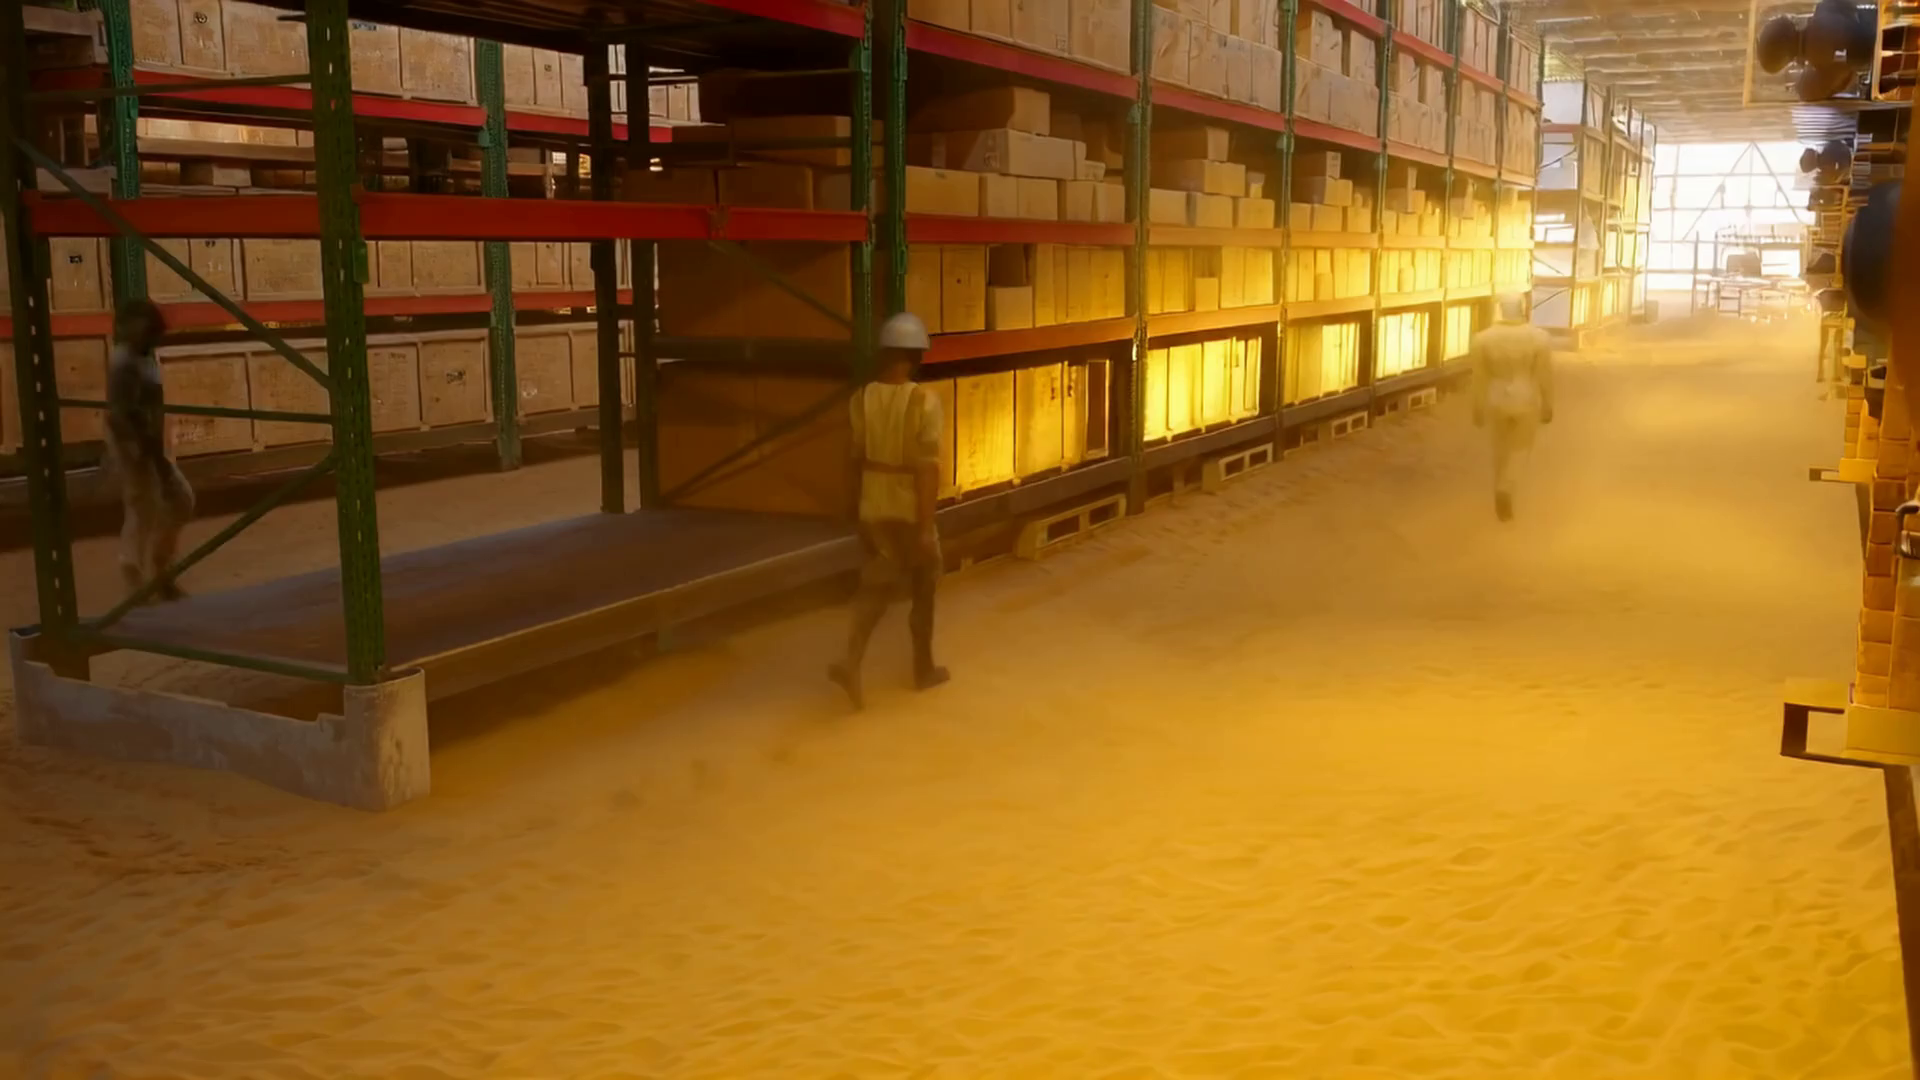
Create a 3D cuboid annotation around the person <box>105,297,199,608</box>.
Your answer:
[{"bbox_3d":[-4.755,-0.473,9.866,0.620,1.915,0.653,-4,10,-20],"label":"person"}]

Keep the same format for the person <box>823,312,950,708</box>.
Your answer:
[{"bbox_3d":[-0.346,-0.142,8.033,0.546,1.907,0.902,6,11,31],"label":"person"}]

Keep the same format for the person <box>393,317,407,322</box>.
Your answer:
[{"bbox_3d":[-6.840,-2.210,20.427,0.288,1.746,0.487,-3,10,-16],"label":"person"}]

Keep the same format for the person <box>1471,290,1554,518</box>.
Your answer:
[{"bbox_3d":[4.578,-1.136,13.844,0.641,1.873,0.888,7,12,34],"label":"person"}]

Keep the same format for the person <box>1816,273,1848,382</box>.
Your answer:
[{"bbox_3d":[14.748,-3.584,28.091,0.567,1.843,0.386,9,13,41],"label":"person"}]
